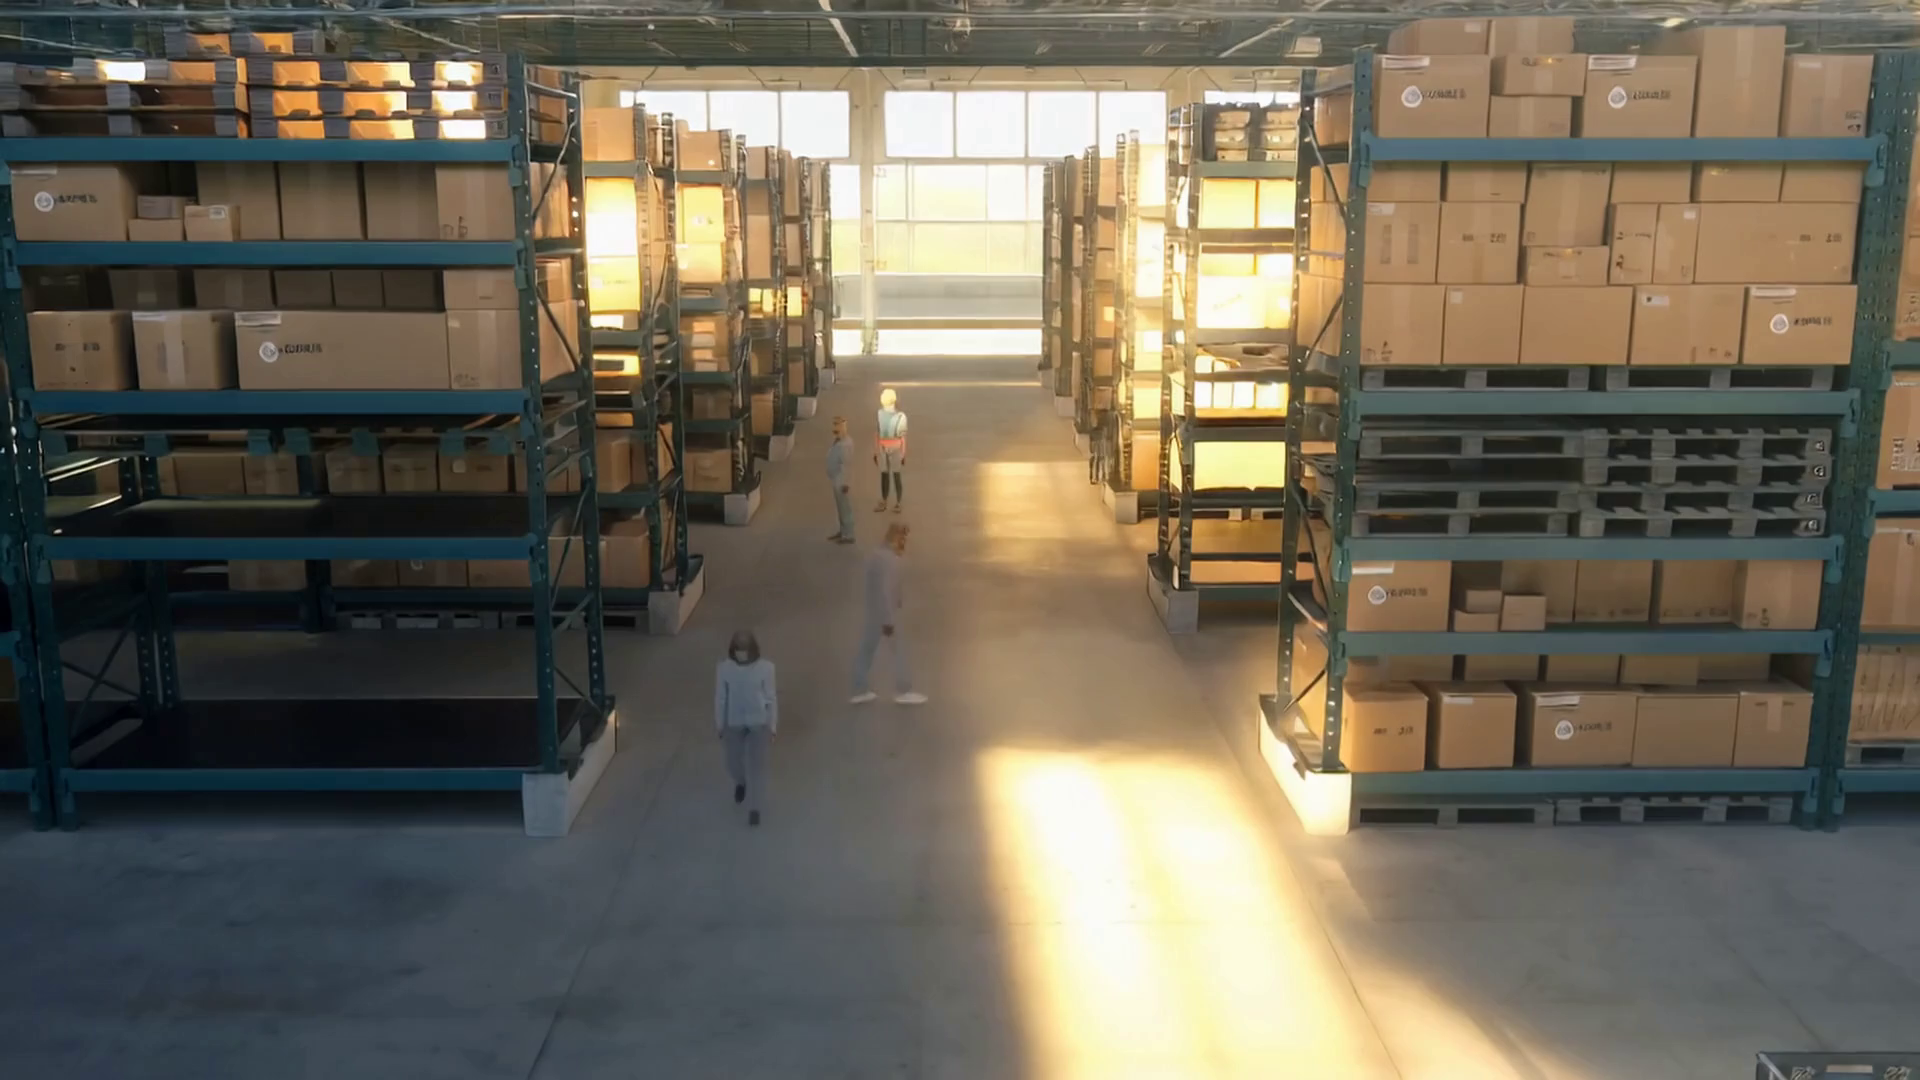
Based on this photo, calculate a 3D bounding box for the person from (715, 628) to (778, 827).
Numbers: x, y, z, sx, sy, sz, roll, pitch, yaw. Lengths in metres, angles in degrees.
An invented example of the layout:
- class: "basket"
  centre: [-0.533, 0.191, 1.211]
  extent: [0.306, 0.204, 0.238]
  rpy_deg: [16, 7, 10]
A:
- class: "person"
  centre: [-1.723, 1.483, 13.491]
  extent: [0.511, 1.621, 0.479]
  rpy_deg: [-1, 11, -2]

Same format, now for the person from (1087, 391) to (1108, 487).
- class: "person"
  centre: [2.446, -1.797, 29.572]
  extent: [0.319, 1.694, 0.535]
  rpy_deg: [-6, 13, -26]

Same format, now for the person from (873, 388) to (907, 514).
- class: "person"
  centre: [-1.143, -1.441, 26.925]
  extent: [0.608, 2.044, 0.371]
  rpy_deg: [7, 13, 30]

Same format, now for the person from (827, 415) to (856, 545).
- class: "person"
  centre: [-1.764, -0.893, 24.550]
  extent: [0.406, 1.906, 0.654]
  rpy_deg: [-4, 12, -19]

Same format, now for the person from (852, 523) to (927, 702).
- class: "person"
  centre: [-0.720, 0.722, 16.681]
  extent: [0.807, 1.847, 0.801]
  rpy_deg: [-6, 13, -26]
